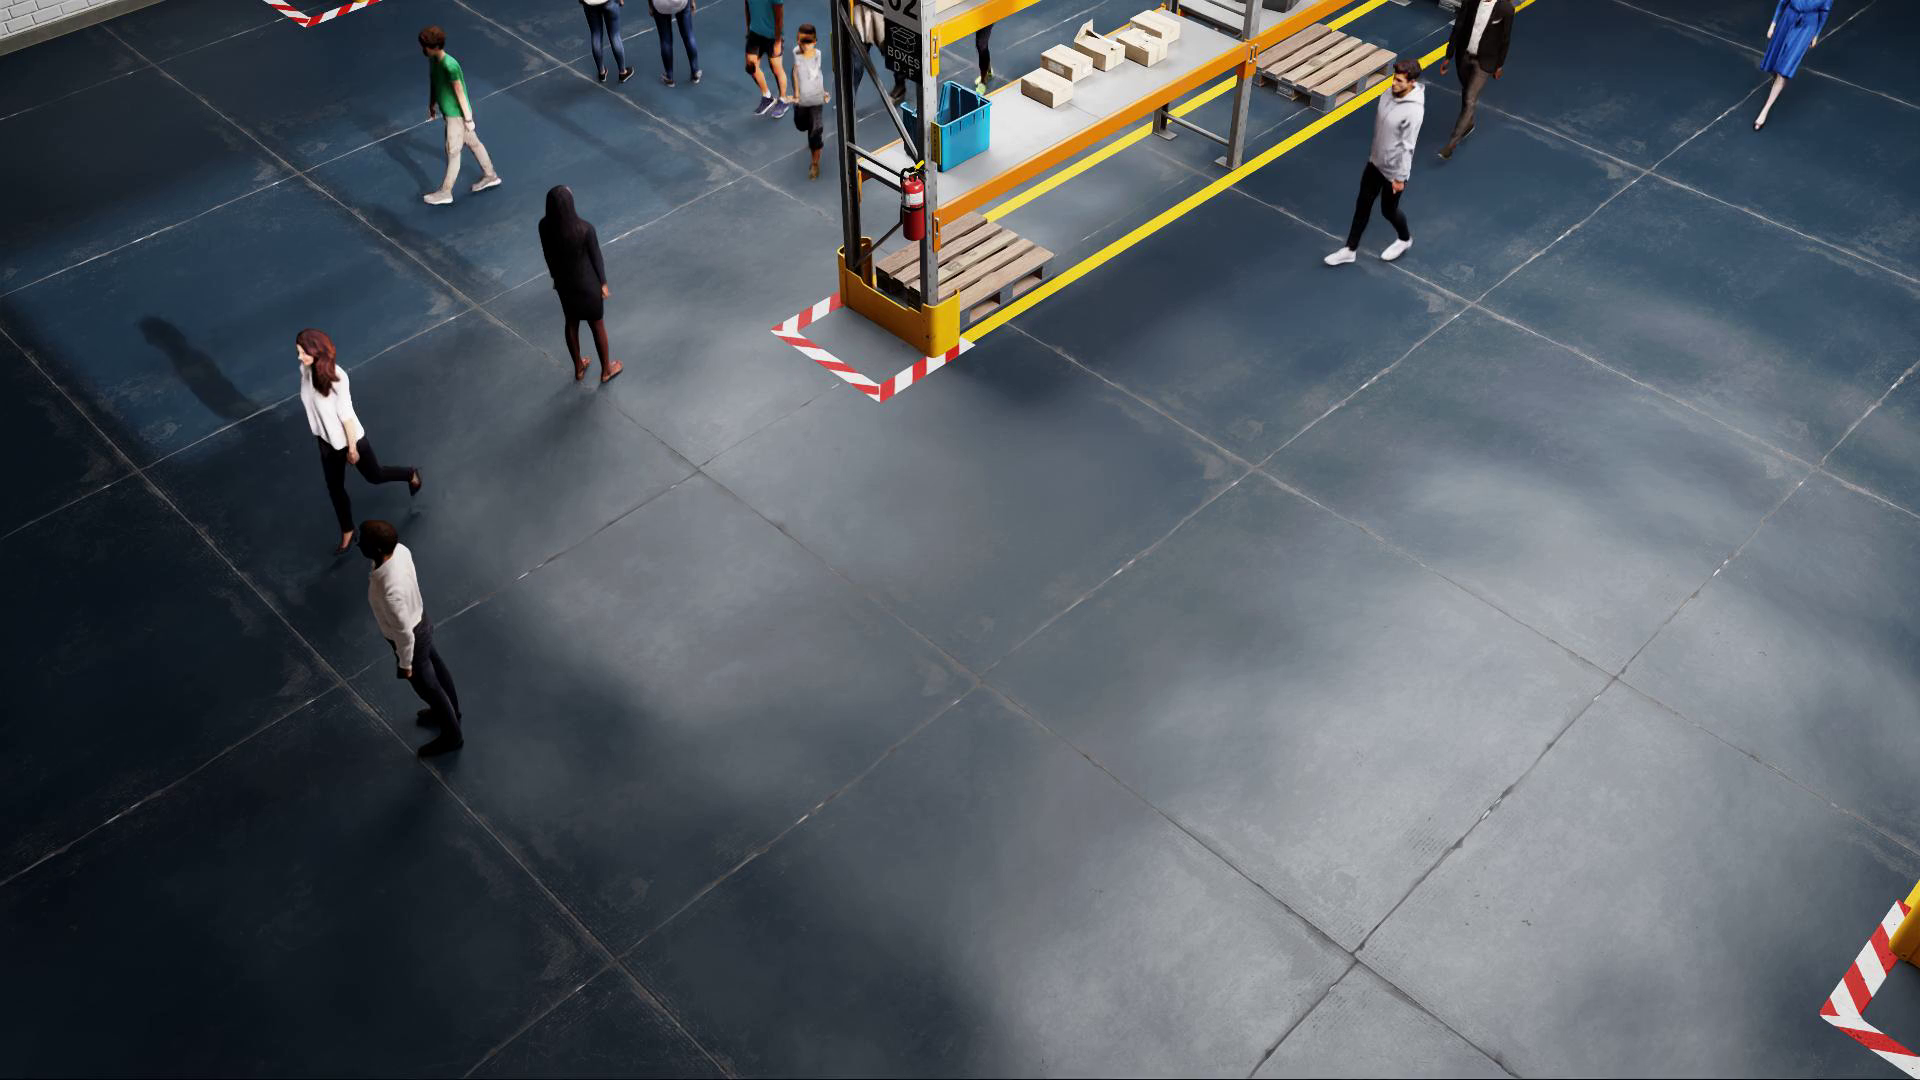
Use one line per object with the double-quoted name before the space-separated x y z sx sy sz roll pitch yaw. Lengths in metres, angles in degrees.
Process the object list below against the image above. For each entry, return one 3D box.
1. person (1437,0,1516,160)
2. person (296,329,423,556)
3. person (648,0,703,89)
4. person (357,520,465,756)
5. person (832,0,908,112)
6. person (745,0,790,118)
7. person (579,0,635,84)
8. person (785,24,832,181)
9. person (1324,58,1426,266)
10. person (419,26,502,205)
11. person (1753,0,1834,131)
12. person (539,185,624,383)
"person" 4.820 -4.473 15.439 0.720 1.756 1.148 31 52 28
"person" -4.188 -0.742 11.516 0.828 1.766 1.170 20 47 20
"person" -2.845 -5.309 16.349 0.697 1.711 0.804 -11 45 -12
"person" -3.311 0.573 10.060 0.758 1.871 0.740 -6 44 -6
"person" -0.736 -5.011 15.939 0.866 1.846 1.198 25 49 24
"person" -1.786 -4.868 15.855 0.731 1.755 0.733 21 47 20
"person" -3.543 -5.328 16.384 0.705 1.691 0.745 4 44 4
"person" -1.402 -4.154 15.338 0.934 1.435 1.042 4 44 4
"person" 3.669 -3.155 13.948 1.158 1.905 0.938 -18 46 -18
"person" -4.427 -3.840 14.872 1.037 1.623 0.727 -26 49 -25
"person" 7.930 -4.809 15.753 0.716 1.810 0.992 25 49 24
"person" -2.956 -1.988 12.857 0.679 1.720 0.681 9 44 9
